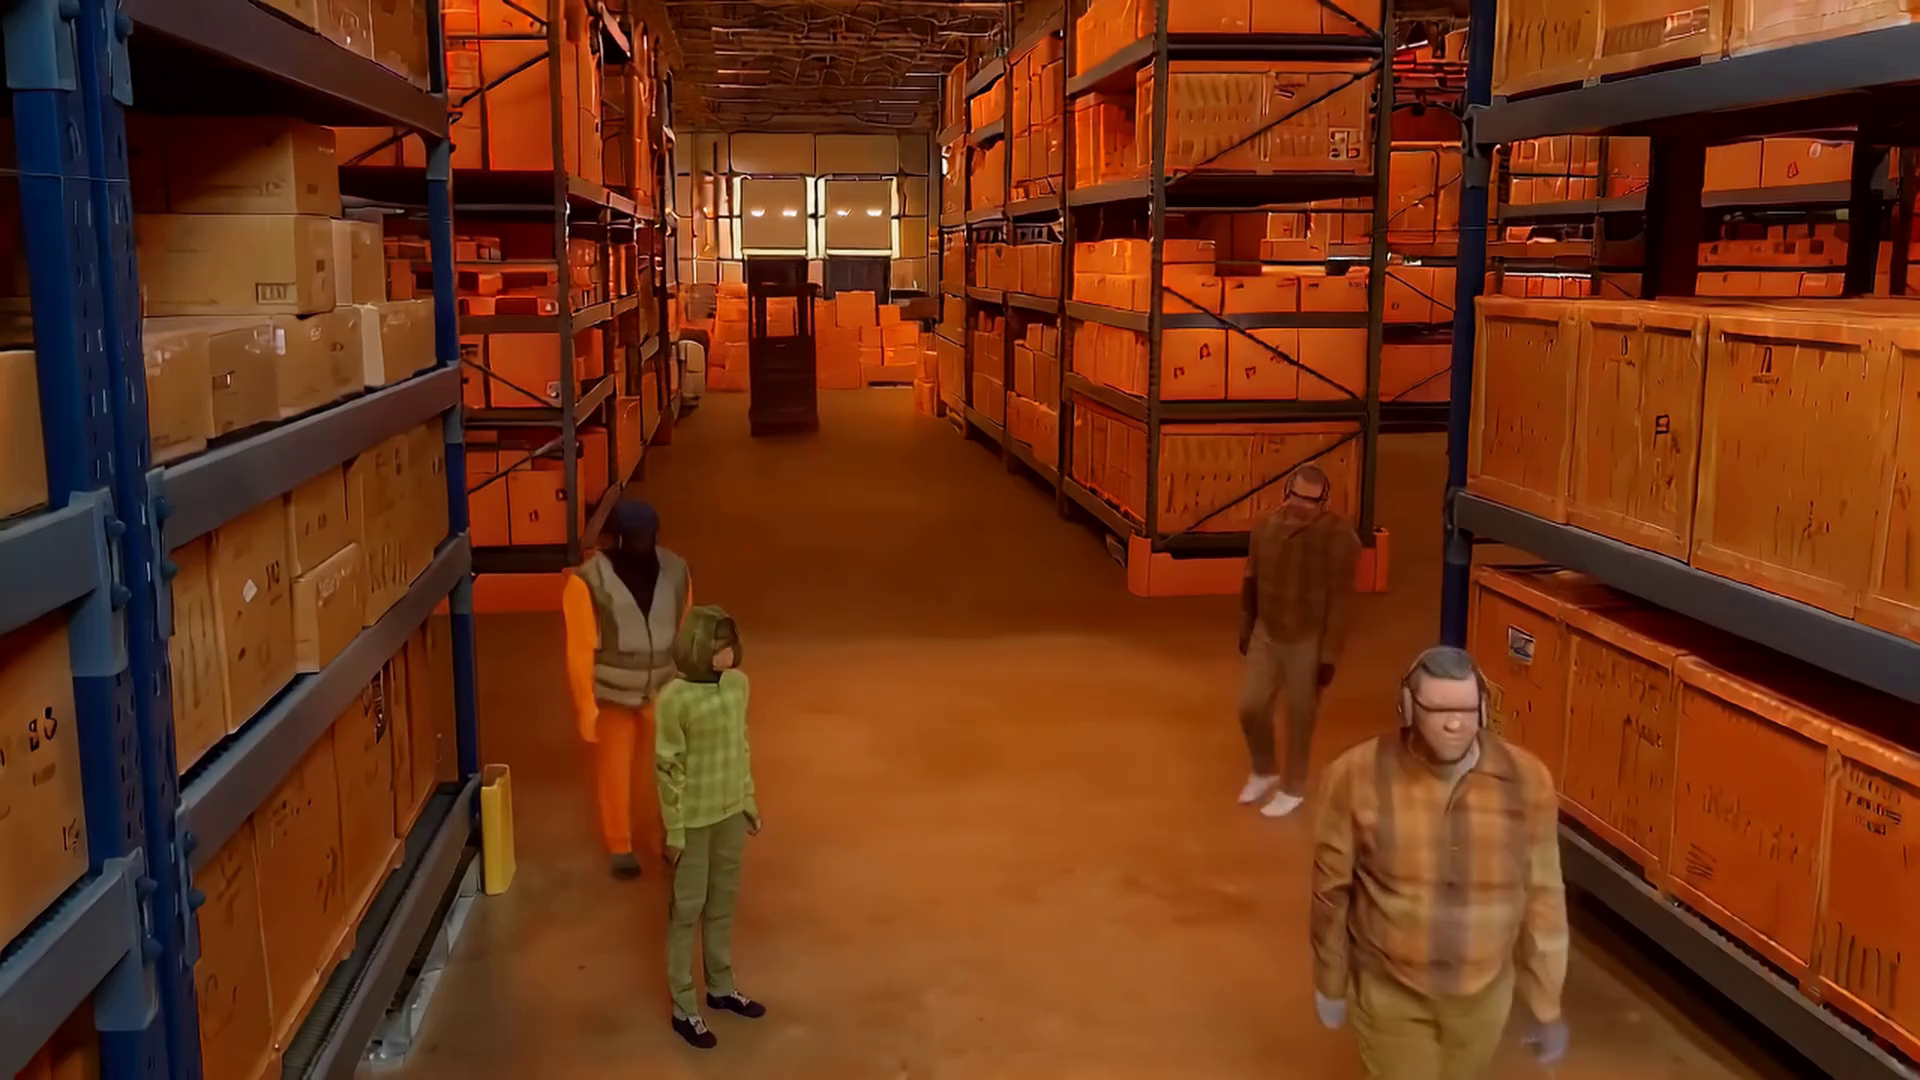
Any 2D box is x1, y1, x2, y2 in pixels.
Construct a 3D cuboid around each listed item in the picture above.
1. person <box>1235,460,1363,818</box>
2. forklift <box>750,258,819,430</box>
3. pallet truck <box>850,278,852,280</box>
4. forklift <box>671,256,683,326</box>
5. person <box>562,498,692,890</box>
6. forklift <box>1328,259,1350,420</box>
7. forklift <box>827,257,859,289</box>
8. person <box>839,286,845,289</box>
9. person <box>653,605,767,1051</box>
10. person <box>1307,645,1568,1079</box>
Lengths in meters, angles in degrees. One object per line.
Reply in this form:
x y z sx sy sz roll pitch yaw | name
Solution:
1.696 0.517 8.496 0.689 1.874 0.413 8 13 41 | person
-2.978 -3.311 27.840 1.129 2.768 1.873 -1 10 -7 | forklift
-3.782 -9.391 65.808 1.885 1.965 0.823 2 10 10 | pallet truck
-11.356 -9.574 64.303 1.129 2.768 1.873 -1 10 -7 | forklift
-1.436 0.717 7.502 0.652 1.805 0.817 -6 11 -31 | person
4.701 -2.373 22.383 1.129 2.768 1.873 2 10 10 | forklift
-3.284 -6.565 46.785 1.129 2.768 1.873 -1 10 -7 | forklift
-4.585 -8.864 63.642 0.683 1.671 0.553 8 13 39 | person
-0.923 1.037 6.151 0.276 1.633 0.507 6 11 30 | person
1.279 1.214 4.404 0.649 1.885 0.679 0 10 -2 | person
